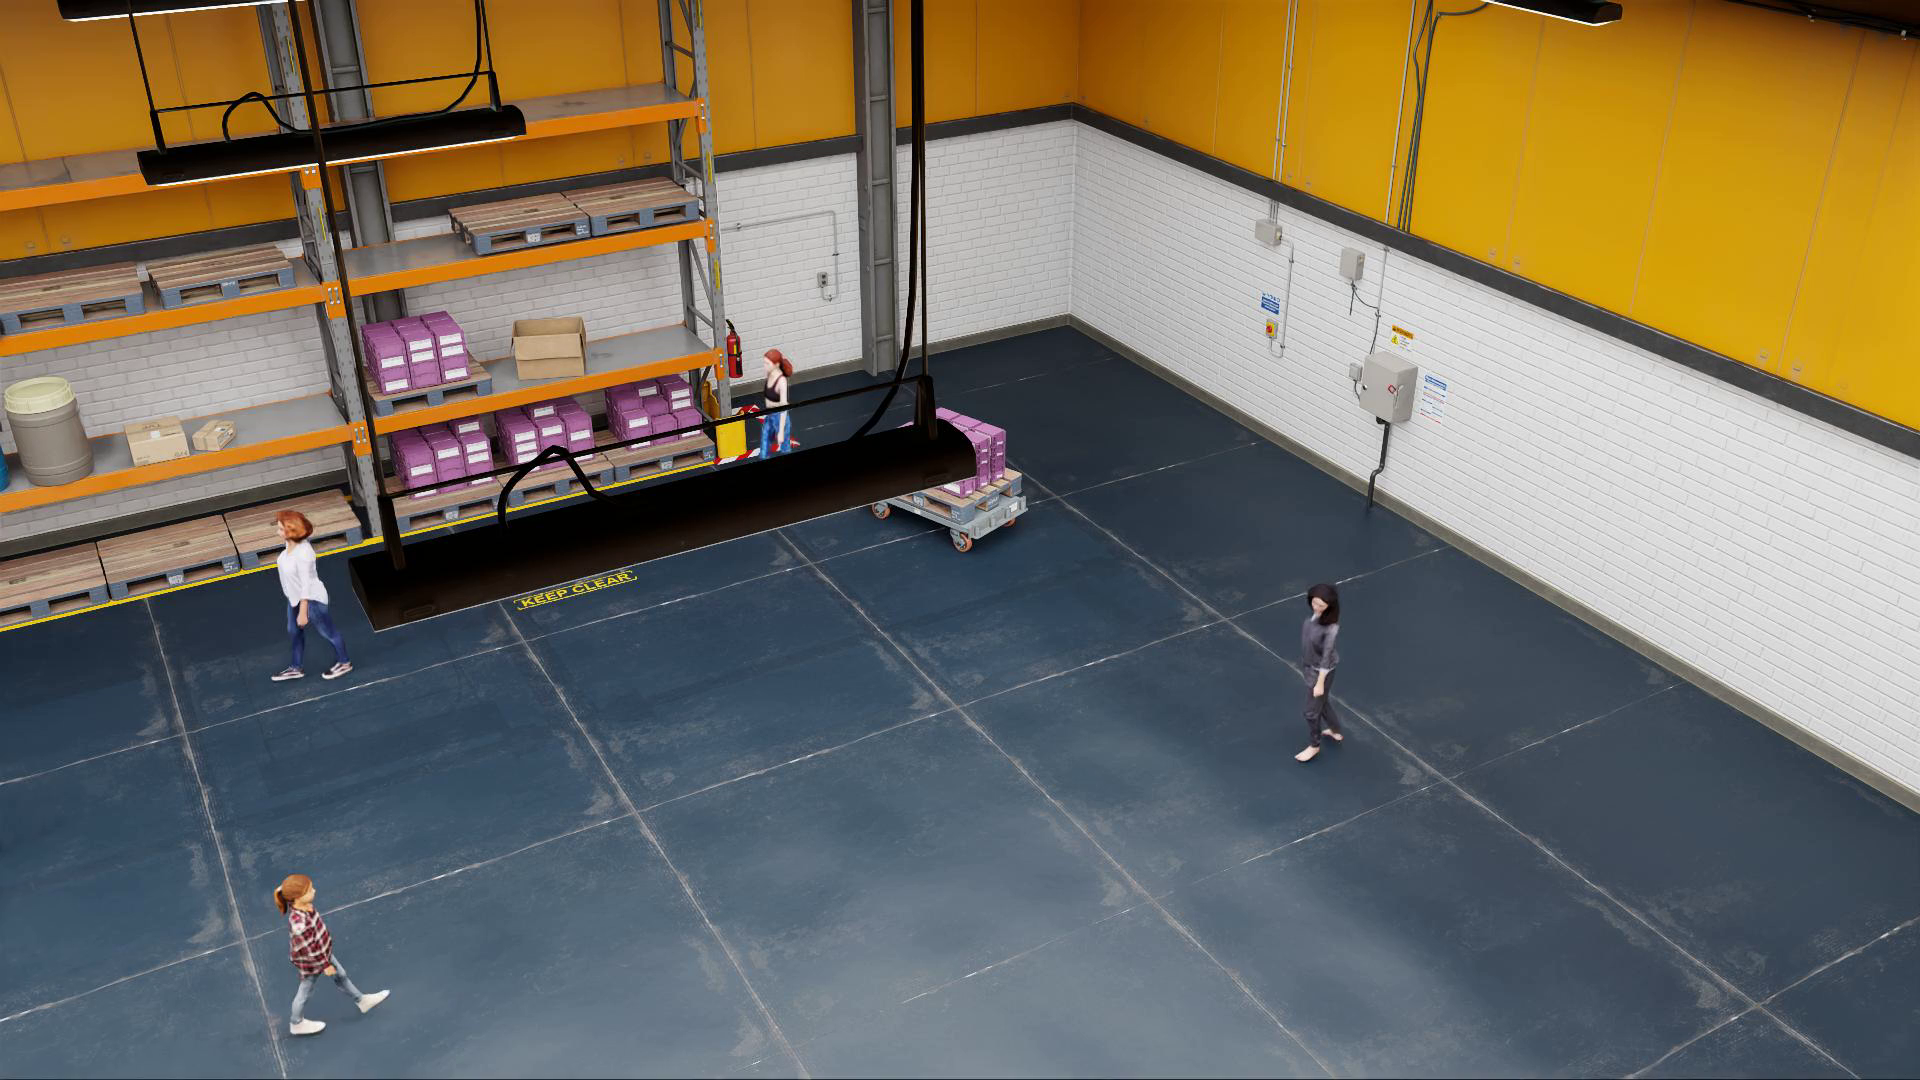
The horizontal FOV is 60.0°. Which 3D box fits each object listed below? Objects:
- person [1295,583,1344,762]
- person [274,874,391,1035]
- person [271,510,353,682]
[{"bbox_3d":[2.991,1.066,13.741,0.887,1.720,0.850,3,29,5],"label":"person"},{"bbox_3d":[-4.380,2.786,11.057,0.943,1.272,0.703,-6,29,-11],"label":"person"},{"bbox_3d":[-5.726,0.475,14.854,0.945,1.693,0.742,-21,35,-33],"label":"person"}]
